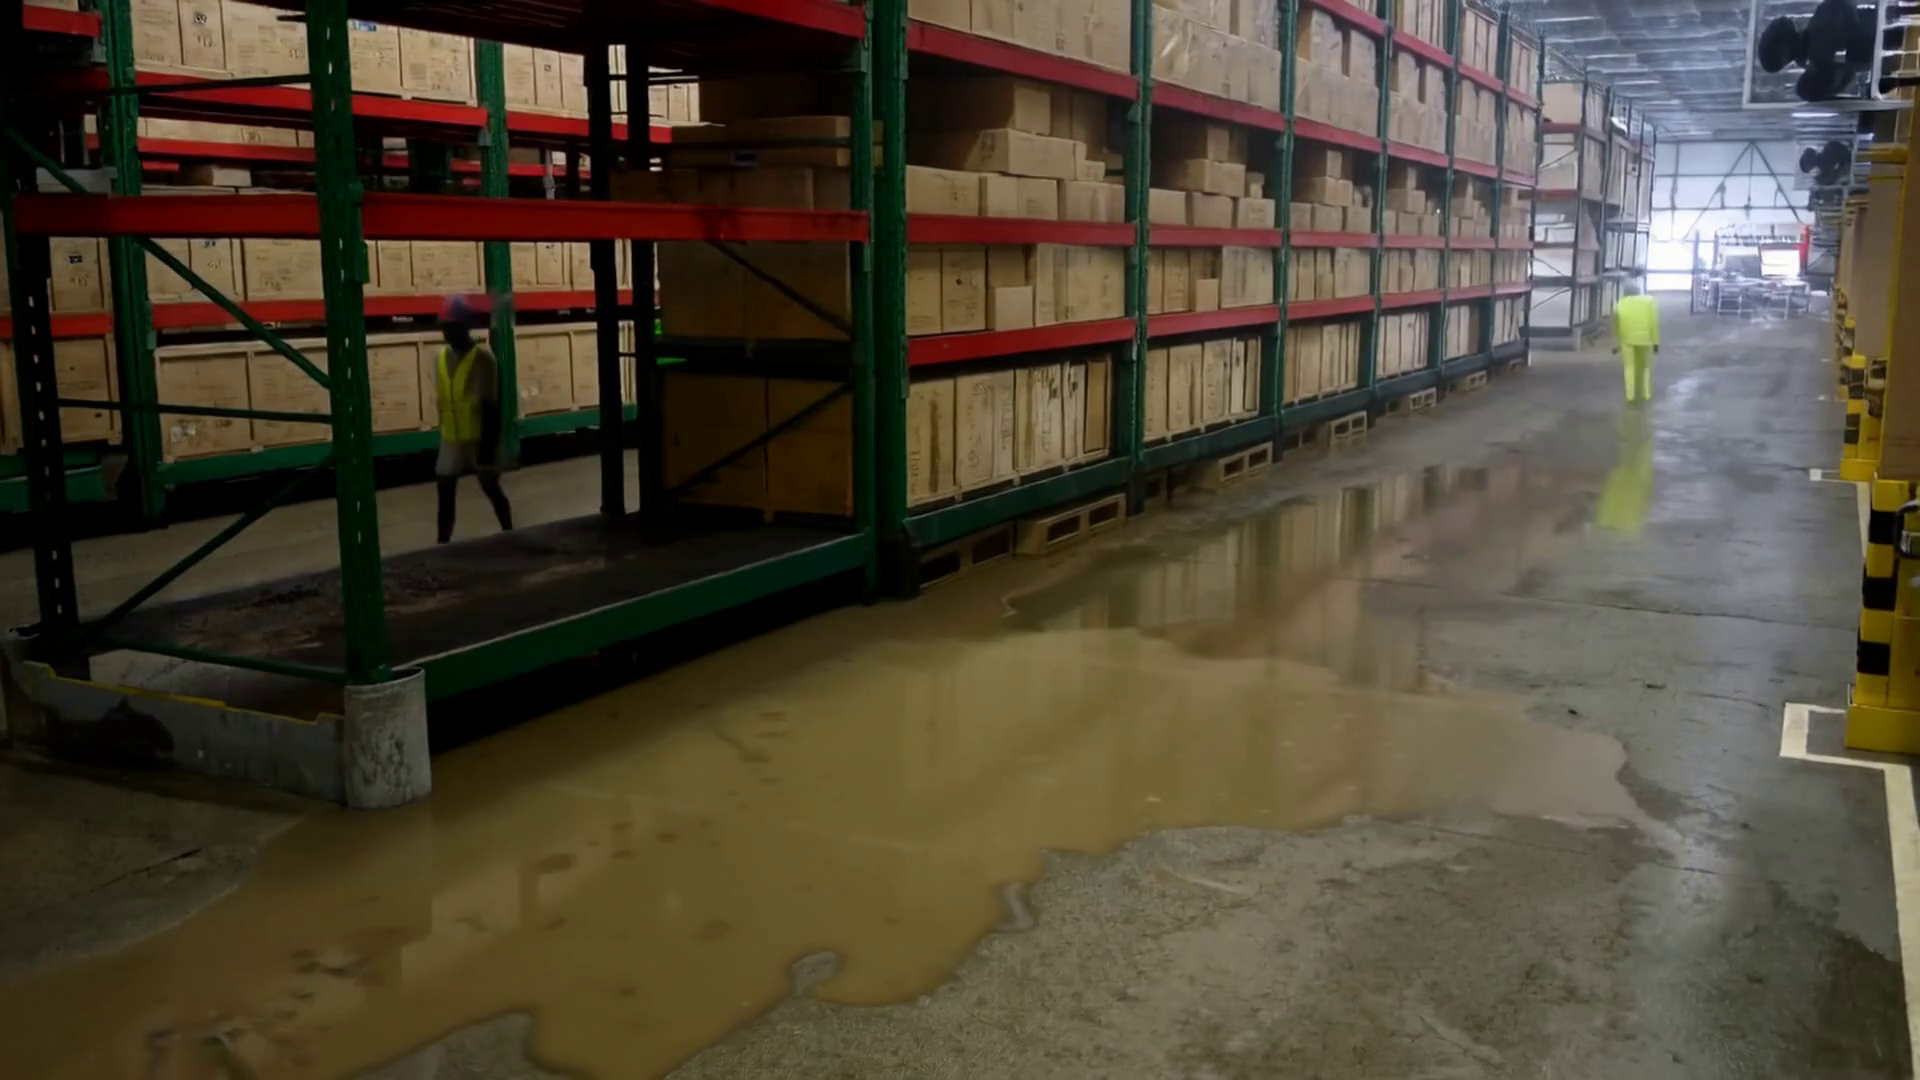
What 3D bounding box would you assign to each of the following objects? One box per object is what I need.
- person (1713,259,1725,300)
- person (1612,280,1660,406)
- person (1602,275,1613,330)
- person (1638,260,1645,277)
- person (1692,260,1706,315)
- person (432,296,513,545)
[{"bbox_3d":[35.290,-12.118,77.364,0.566,1.882,1.011,1,10,5],"label":"person"},{"bbox_3d":[9.737,-2.833,23.920,0.696,1.786,0.860,6,12,31],"label":"person"},{"bbox_3d":[18.294,-6.727,46.891,0.315,1.636,0.515,5,11,28],"label":"person"},{"bbox_3d":[33.716,-12.977,82.200,0.372,1.939,0.629,5,11,28],"label":"person"},{"bbox_3d":[25.874,-8.836,58.238,0.372,1.935,0.629,5,11,28],"label":"person"},{"bbox_3d":[-3.382,-0.723,11.421,0.558,1.890,0.977,4,10,20],"label":"person"}]
